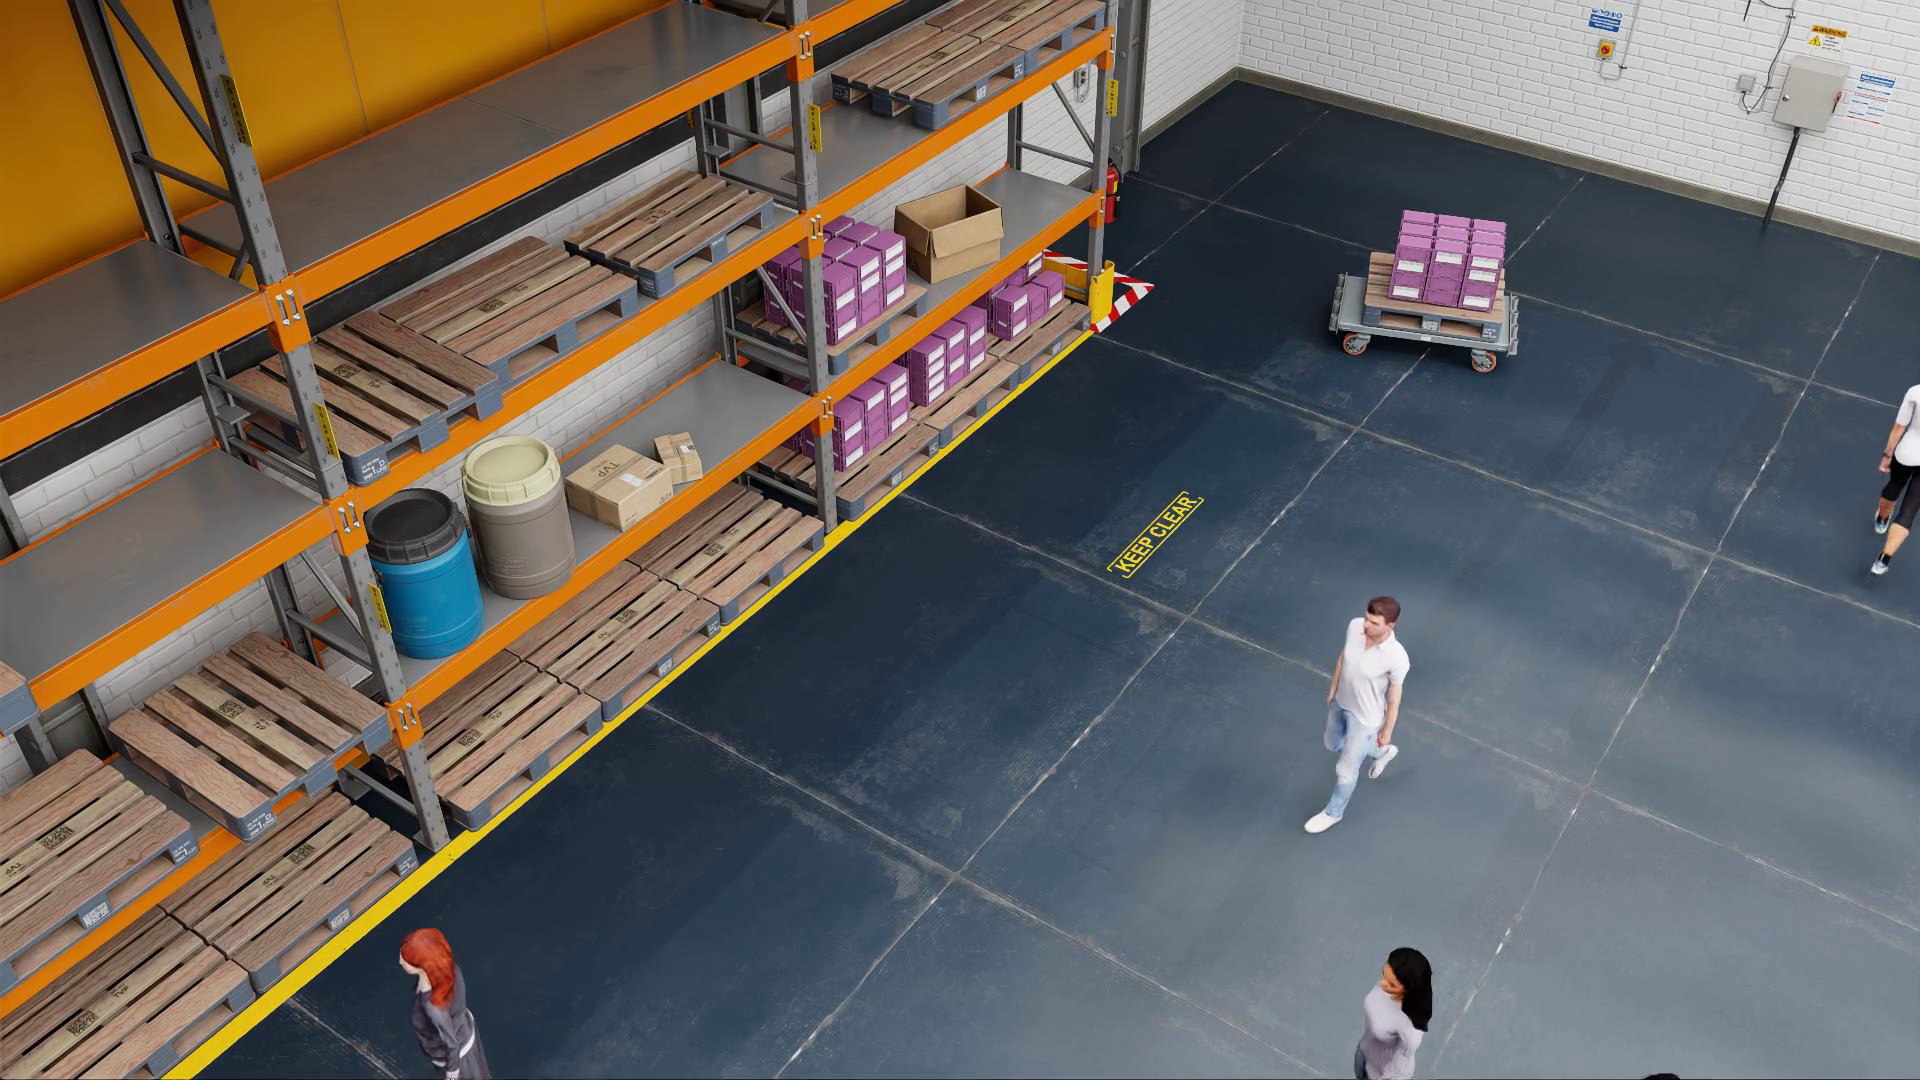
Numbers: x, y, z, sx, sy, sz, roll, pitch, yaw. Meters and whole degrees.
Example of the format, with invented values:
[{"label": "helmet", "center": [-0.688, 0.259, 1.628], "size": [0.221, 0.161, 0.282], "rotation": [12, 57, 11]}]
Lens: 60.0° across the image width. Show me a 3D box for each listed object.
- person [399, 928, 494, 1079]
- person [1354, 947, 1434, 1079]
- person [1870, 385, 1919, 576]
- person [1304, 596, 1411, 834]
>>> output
[{"label": "person", "center": [-2.569, 2.569, 8.446], "size": [0.684, 1.780, 0.648], "rotation": [-10, 40, -12]}, {"label": "person", "center": [2.222, 2.654, 8.388], "size": [0.863, 1.719, 0.804], "rotation": [2, 39, 2]}, {"label": "person", "center": [7.116, -0.554, 12.325], "size": [0.674, 1.819, 1.207], "rotation": [24, 45, 27]}, {"label": "person", "center": [2.540, 1.030, 10.330], "size": [1.116, 1.834, 0.943], "rotation": [-18, 42, -22]}]
